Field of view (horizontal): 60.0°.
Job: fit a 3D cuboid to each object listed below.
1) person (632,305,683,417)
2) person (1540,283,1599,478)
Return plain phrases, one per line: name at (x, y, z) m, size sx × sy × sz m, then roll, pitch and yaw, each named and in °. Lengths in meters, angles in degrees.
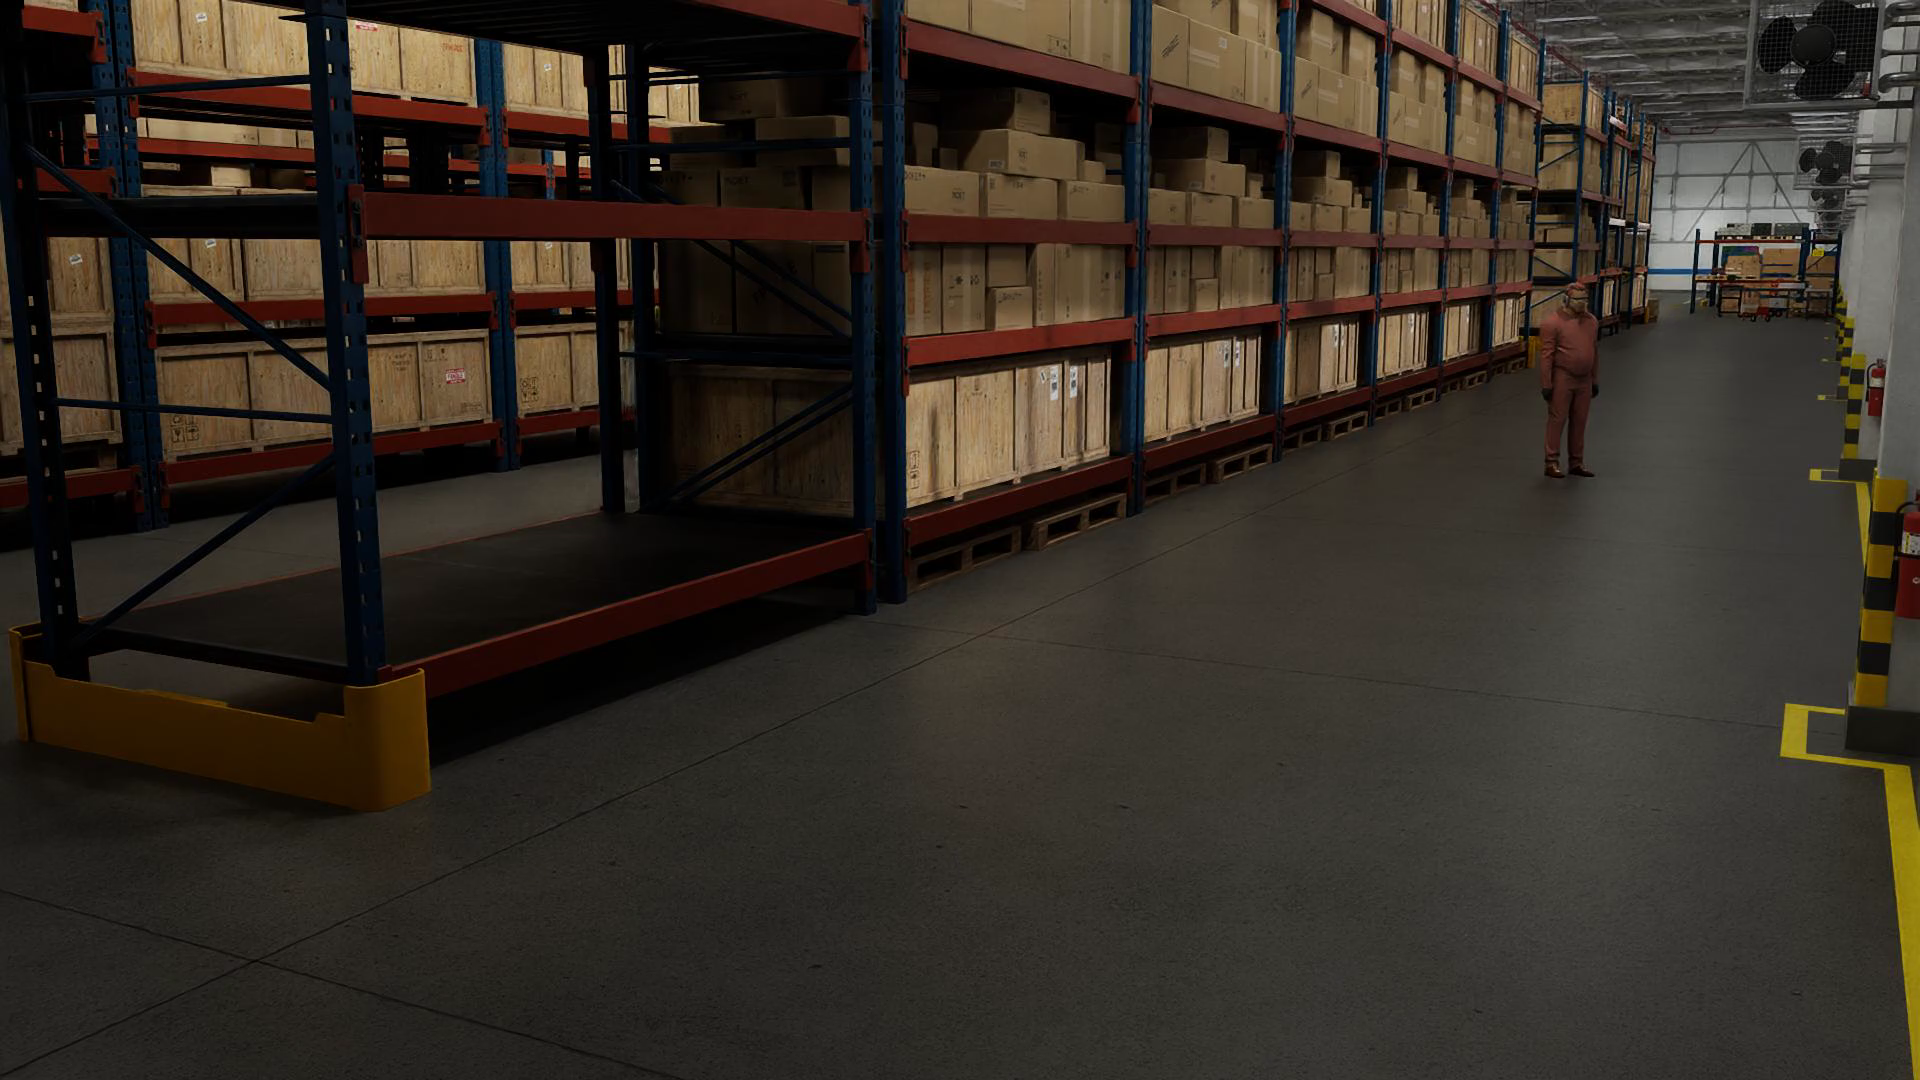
person at (-2.571, -1.170, 14.460) m, size 0.488 × 1.724 × 0.530 m, roll 7°, pitch 12°, yaw 34°
person at (5.927, -1.543, 16.145) m, size 0.654 × 1.894 × 0.401 m, roll -4°, pitch 10°, yaw -20°
